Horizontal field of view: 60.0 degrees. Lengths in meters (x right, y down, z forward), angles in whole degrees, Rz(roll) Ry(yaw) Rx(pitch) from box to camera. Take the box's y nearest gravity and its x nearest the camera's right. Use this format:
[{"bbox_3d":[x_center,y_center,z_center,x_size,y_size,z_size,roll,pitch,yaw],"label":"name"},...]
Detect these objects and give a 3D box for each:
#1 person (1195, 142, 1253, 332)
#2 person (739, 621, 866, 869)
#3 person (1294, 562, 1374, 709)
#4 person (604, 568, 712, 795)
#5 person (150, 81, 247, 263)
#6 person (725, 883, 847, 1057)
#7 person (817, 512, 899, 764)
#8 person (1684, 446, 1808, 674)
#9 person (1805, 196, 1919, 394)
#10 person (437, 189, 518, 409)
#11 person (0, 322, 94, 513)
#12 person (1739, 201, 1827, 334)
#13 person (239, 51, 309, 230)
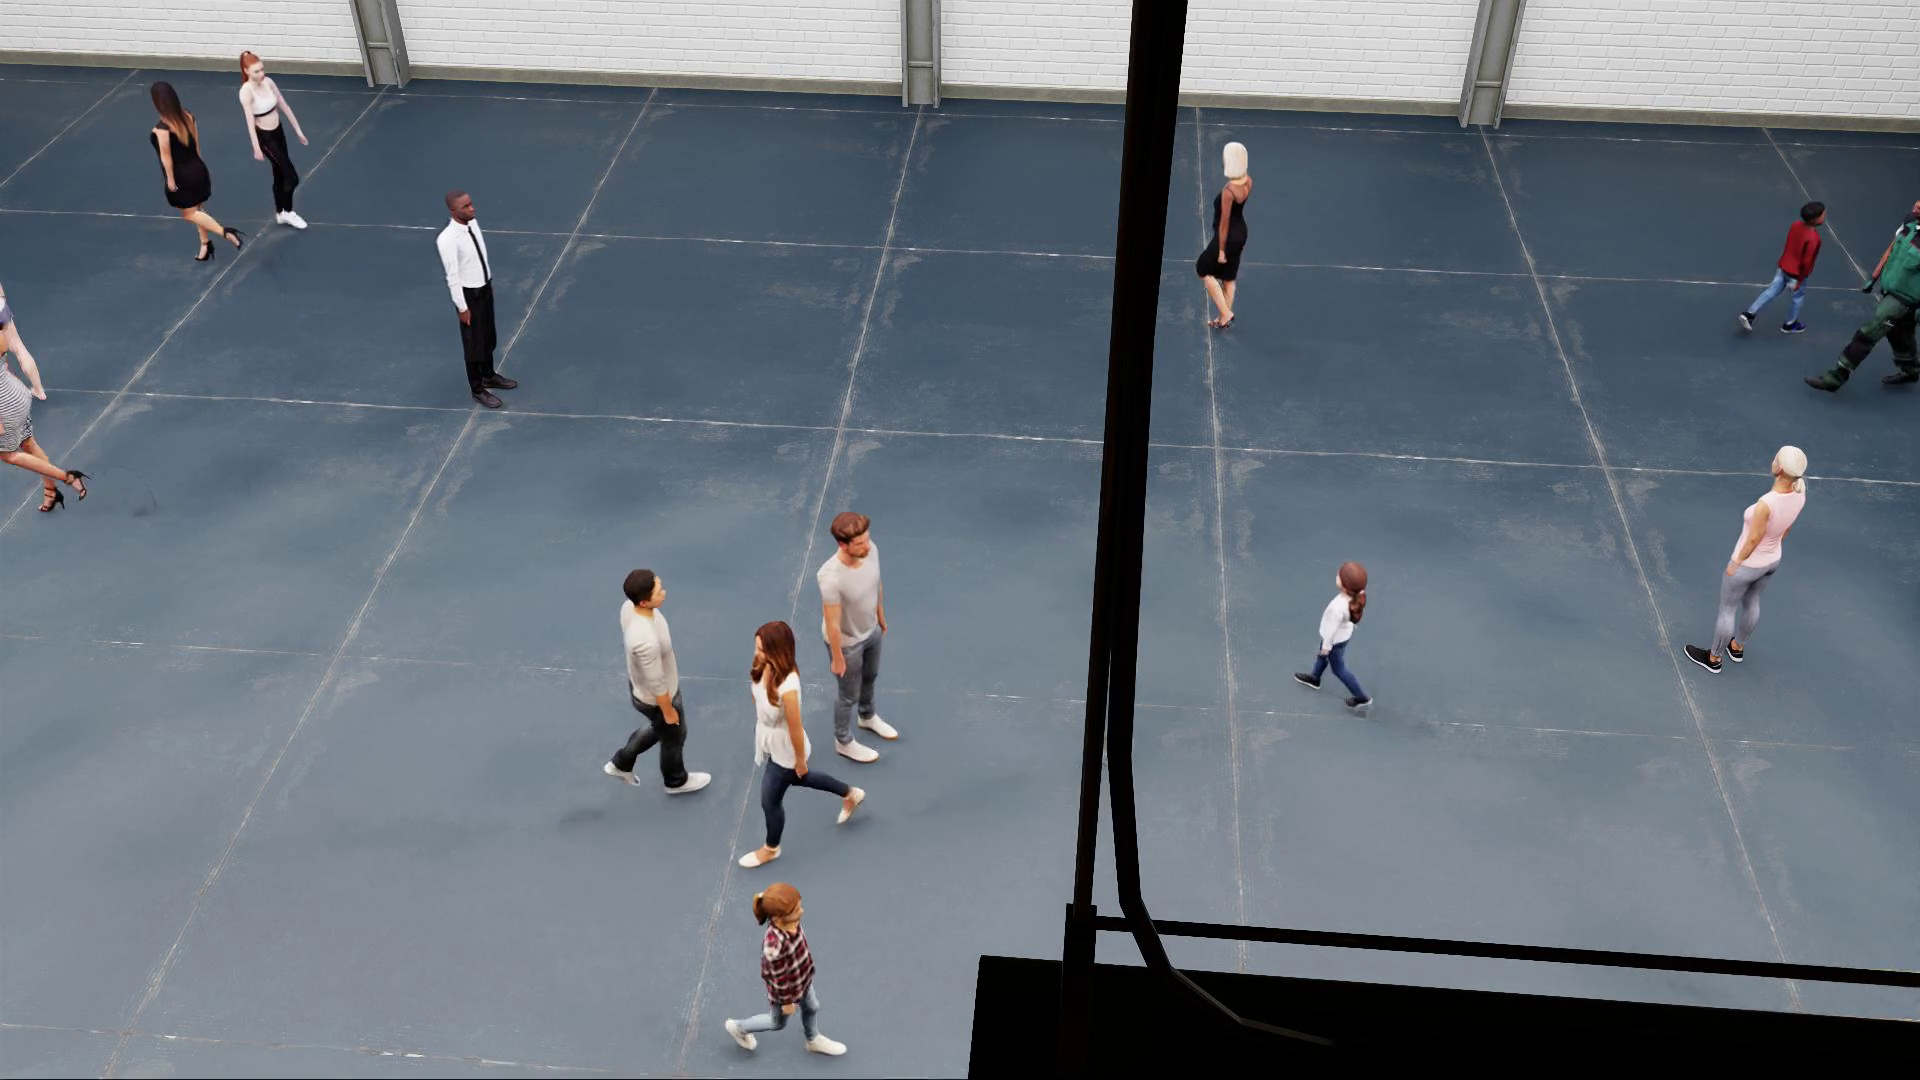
[{"bbox_3d":[2.312,-2.489,13.946,0.800,1.734,0.746,27,46,30],"label":"person"},{"bbox_3d":[-0.908,1.120,9.406,1.137,1.760,0.917,-15,41,-18],"label":"person"},{"bbox_3d":[2.453,0.613,10.575,0.828,1.094,0.657,21,43,24],"label":"person"},{"bbox_3d":[-1.858,0.882,9.675,0.973,1.796,0.853,-13,40,-16],"label":"person"},{"bbox_3d":[-6.855,-3.248,14.927,0.846,1.695,0.705,5,39,6],"label":"person"},{"bbox_3d":[-0.942,2.205,8.426,0.892,1.289,0.632,10,40,13],"label":"person"},{"bbox_3d":[-0.661,0.551,10.017,0.756,1.888,0.758,21,43,24],"label":"person"},{"bbox_3d":[5.111,0.124,10.680,0.606,1.726,0.697,-17,42,-20],"label":"person"},{"bbox_3d":[7.563,-1.941,13.221,1.231,1.783,0.763,-1,39,-1],"label":"person"},{"bbox_3d":[-3.855,-1.941,13.178,0.590,1.835,0.676,9,39,11],"label":"person"},{"bbox_3d":[-6.710,-0.930,11.936,0.782,1.807,0.688,-4,39,-5],"label":"person"},{"bbox_3d":[7.012,-2.298,14.103,0.893,1.240,0.689,-11,40,-13],"label":"person"},{"bbox_3d":[-6.488,-3.713,15.479,0.675,1.734,0.646,8,39,9],"label":"person"}]
